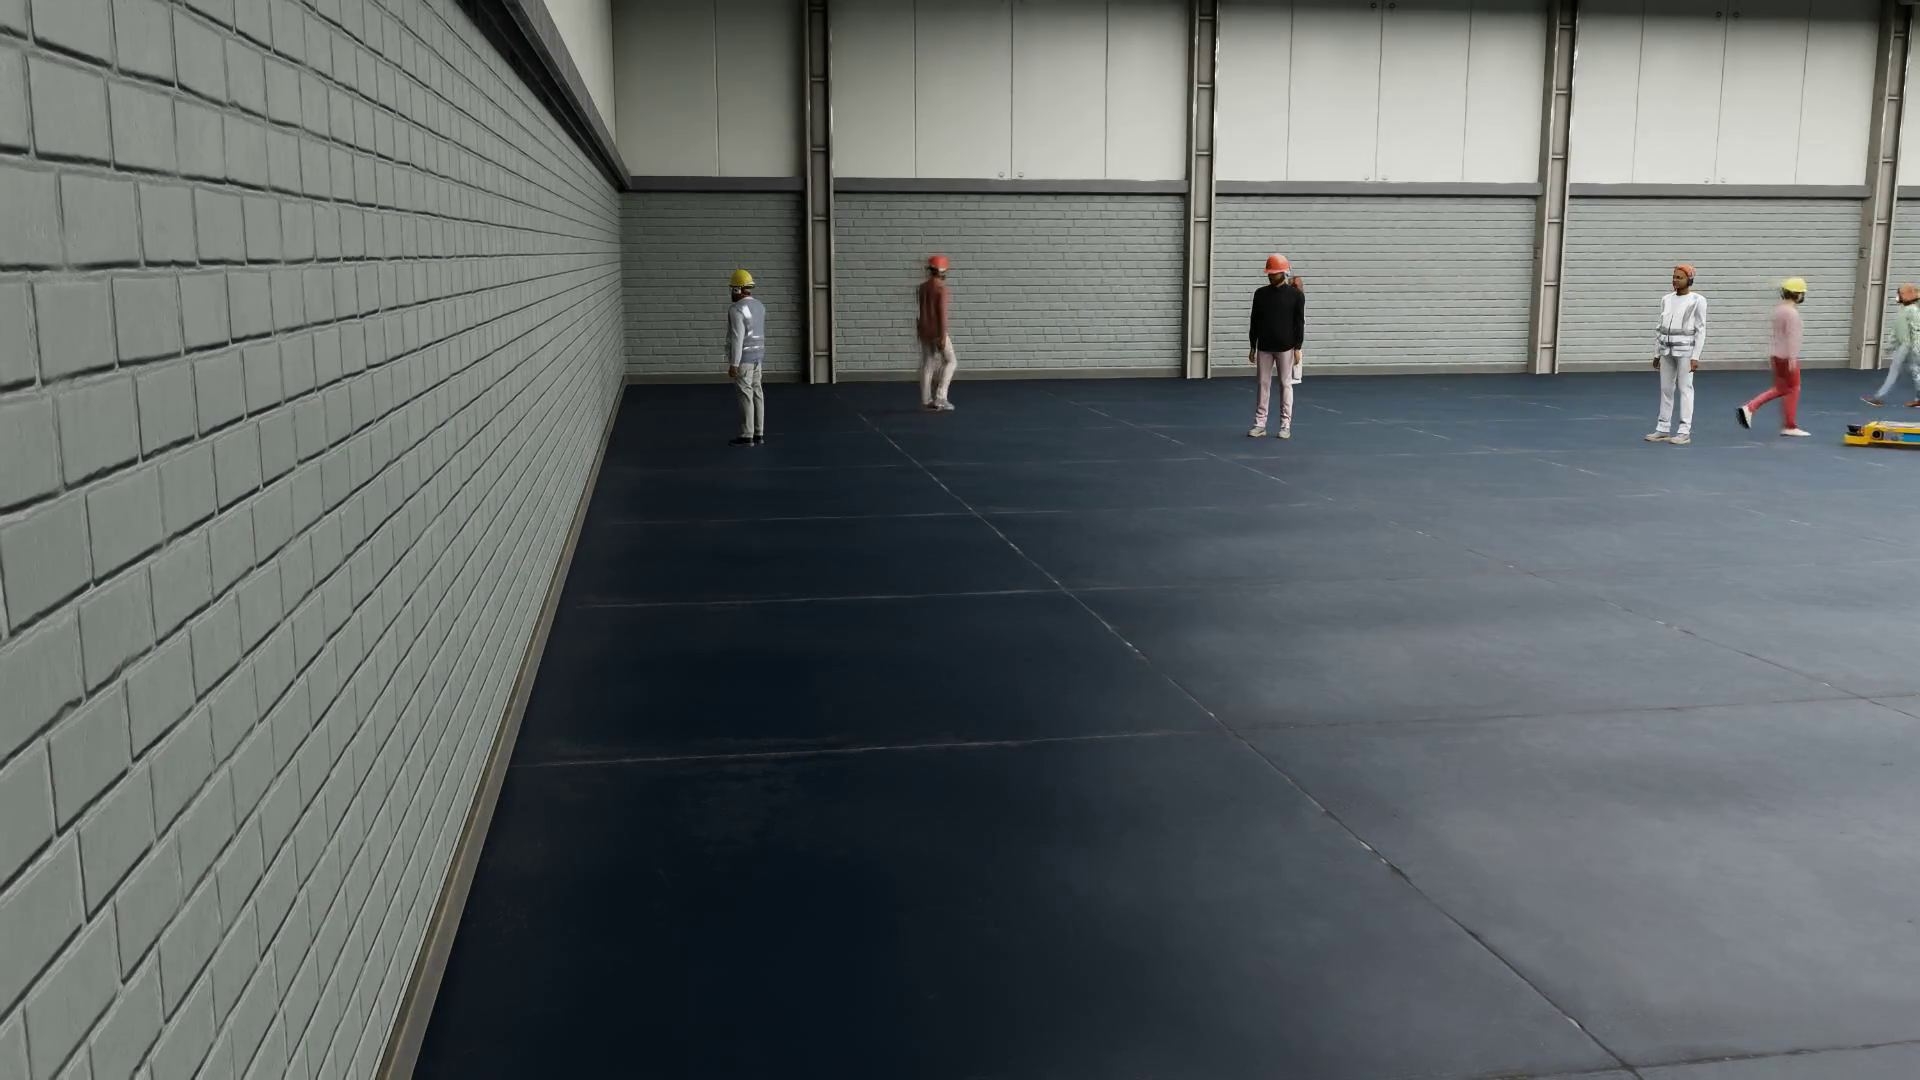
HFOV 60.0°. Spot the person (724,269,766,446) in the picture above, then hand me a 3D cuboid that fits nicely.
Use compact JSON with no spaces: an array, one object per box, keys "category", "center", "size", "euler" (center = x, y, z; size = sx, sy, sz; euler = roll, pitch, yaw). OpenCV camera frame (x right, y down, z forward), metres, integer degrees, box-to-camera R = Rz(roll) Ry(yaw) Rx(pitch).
[{"category":"person","center":[-2.248,-1.892,17.330],"size":[0.404,1.834,0.591],"euler":[4,11,21]}]

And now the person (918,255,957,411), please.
[{"category":"person","center":[-0.286,-2.607,21.033],"size":[0.514,1.973,0.631],"euler":[-8,13,-39]}]

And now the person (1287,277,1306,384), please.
[{"category":"person","center":[5.110,-3.188,25.361],"size":[0.308,1.636,0.524],"euler":[2,10,11]}]

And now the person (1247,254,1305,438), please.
[{"category":"person","center":[3.421,-2.096,18.068],"size":[0.609,1.985,0.392],"euler":[6,11,30]}]

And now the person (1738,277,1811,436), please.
[{"category":"person","center":[9.013,-2.008,18.255],"size":[0.652,1.746,0.532],"euler":[2,10,12]}]

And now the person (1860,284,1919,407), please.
[{"category":"person","center":[12.177,-2.507,21.577],"size":[0.851,1.588,0.521],"euler":[2,10,13]}]

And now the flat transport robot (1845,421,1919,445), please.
[{"category":"flat transport robot","center":[9.974,-1.080,17.150],"size":[1.431,0.197,0.652],"euler":[6,12,33]}]

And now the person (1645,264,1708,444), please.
[{"category":"person","center":[7.579,-1.960,17.578],"size":[0.355,1.884,0.575],"euler":[-5,11,-27]}]
